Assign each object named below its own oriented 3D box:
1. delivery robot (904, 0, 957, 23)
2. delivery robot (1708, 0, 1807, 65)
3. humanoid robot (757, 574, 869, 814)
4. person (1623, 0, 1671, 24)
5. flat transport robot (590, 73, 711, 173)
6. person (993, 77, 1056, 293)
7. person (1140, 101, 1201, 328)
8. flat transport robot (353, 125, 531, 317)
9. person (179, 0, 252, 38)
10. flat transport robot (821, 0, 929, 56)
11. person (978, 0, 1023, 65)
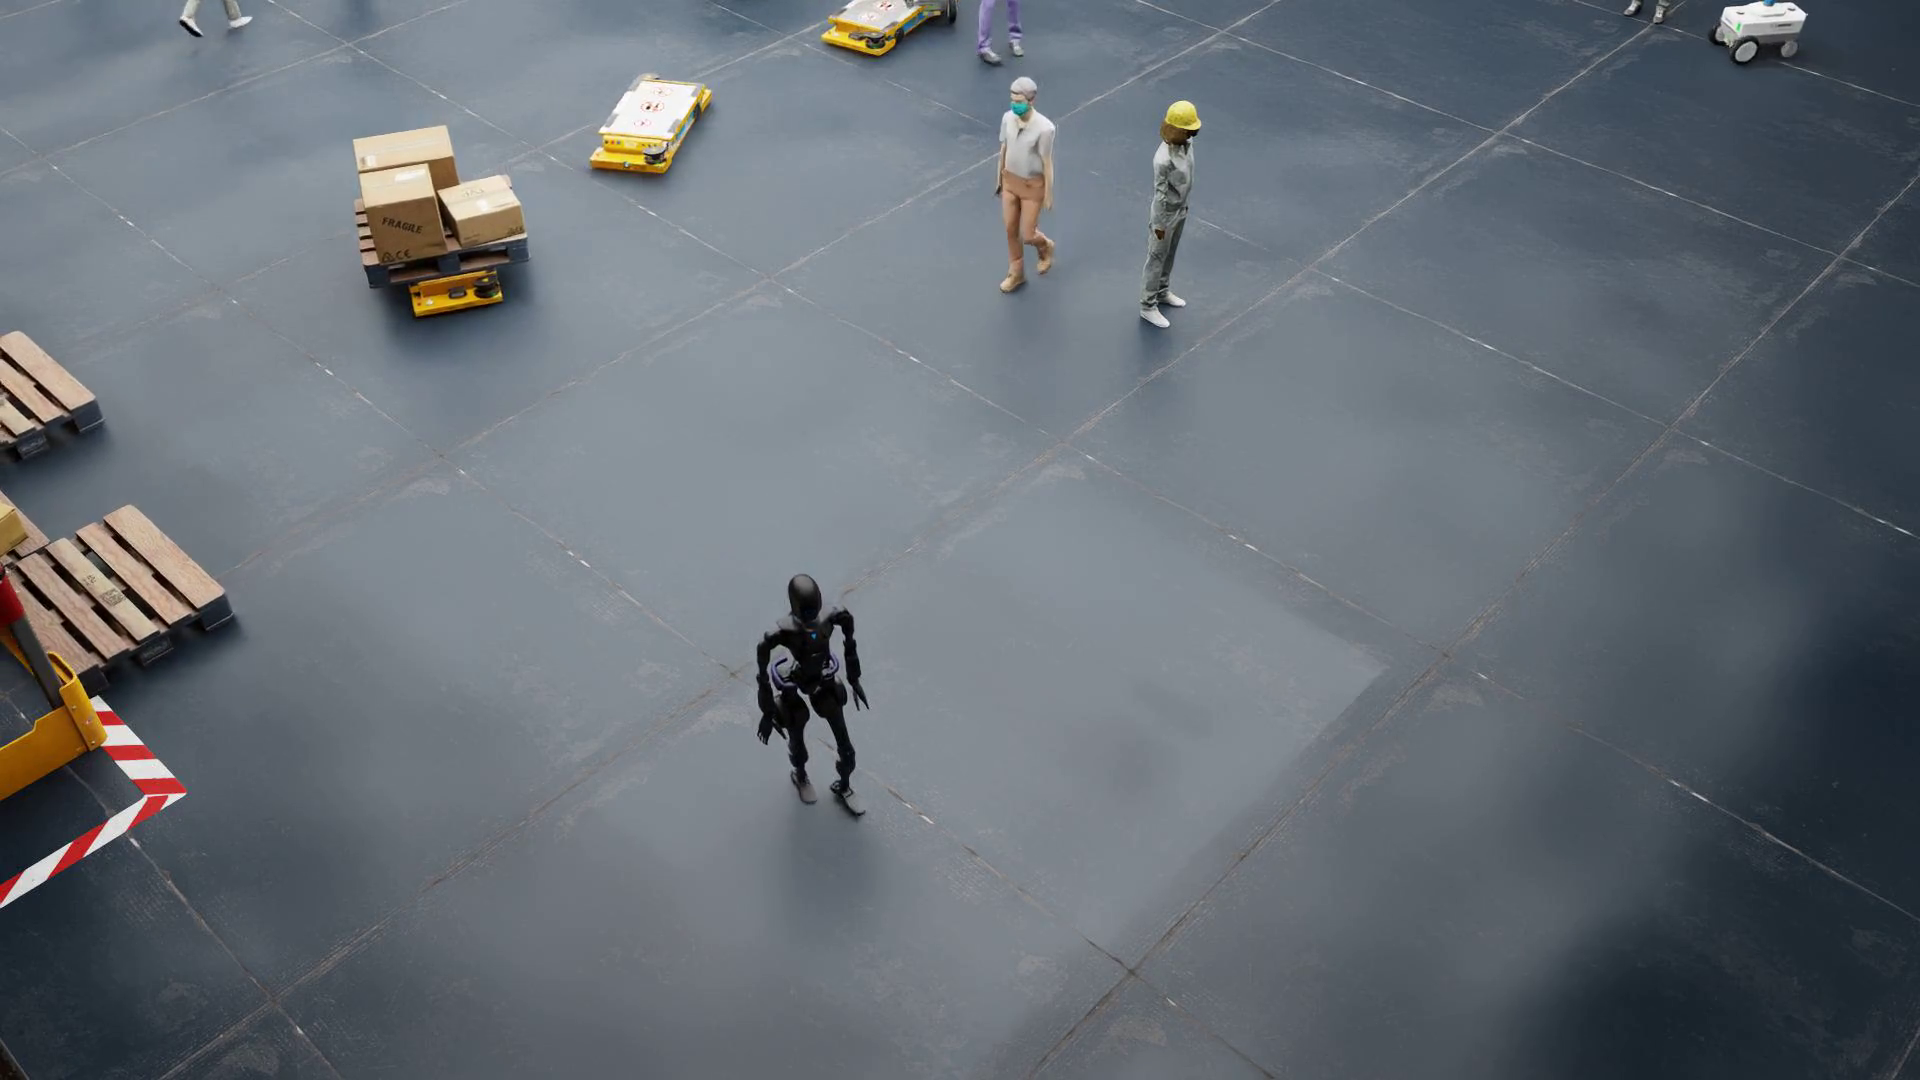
[{"bbox_3d":[-0.319,-5.406,16.316,0.525,0.588,0.759,-8,43,-8],"label":"delivery robot"},{"bbox_3d":[7.534,-4.839,15.689,0.774,0.592,0.499,-6,42,-7],"label":"delivery robot"},{"bbox_3d":[-0.764,0.809,8.580,0.608,1.640,0.494,-20,46,-21],"label":"humanoid robot"},{"bbox_3d":[6.797,-5.896,15.912,0.567,1.834,0.401,21,46,22],"label":"person"},{"bbox_3d":[-2.704,-3.666,14.601,0.659,0.231,1.431,7,42,7],"label":"flat transport robot"},{"bbox_3d":[0.493,-2.646,12.372,0.499,1.728,0.451,28,49,28],"label":"person"},{"bbox_3d":[1.544,-2.381,12.069,0.300,1.742,0.493,21,46,21],"label":"person"},{"bbox_3d":[-4.014,-2.244,13.020,0.659,0.231,1.431,-13,44,-14],"label":"flat transport robot"},{"bbox_3d":[-7.202,-5.526,15.672,0.519,1.607,0.650,17,45,18],"label":"person"},{"bbox_3d":[-0.697,-5.146,16.245,0.659,0.231,1.431,21,46,21],"label":"flat transport robot"},{"bbox_3d":[0.398,-5.294,15.247,0.588,1.823,0.488,-7,42,-8],"label":"person"}]
